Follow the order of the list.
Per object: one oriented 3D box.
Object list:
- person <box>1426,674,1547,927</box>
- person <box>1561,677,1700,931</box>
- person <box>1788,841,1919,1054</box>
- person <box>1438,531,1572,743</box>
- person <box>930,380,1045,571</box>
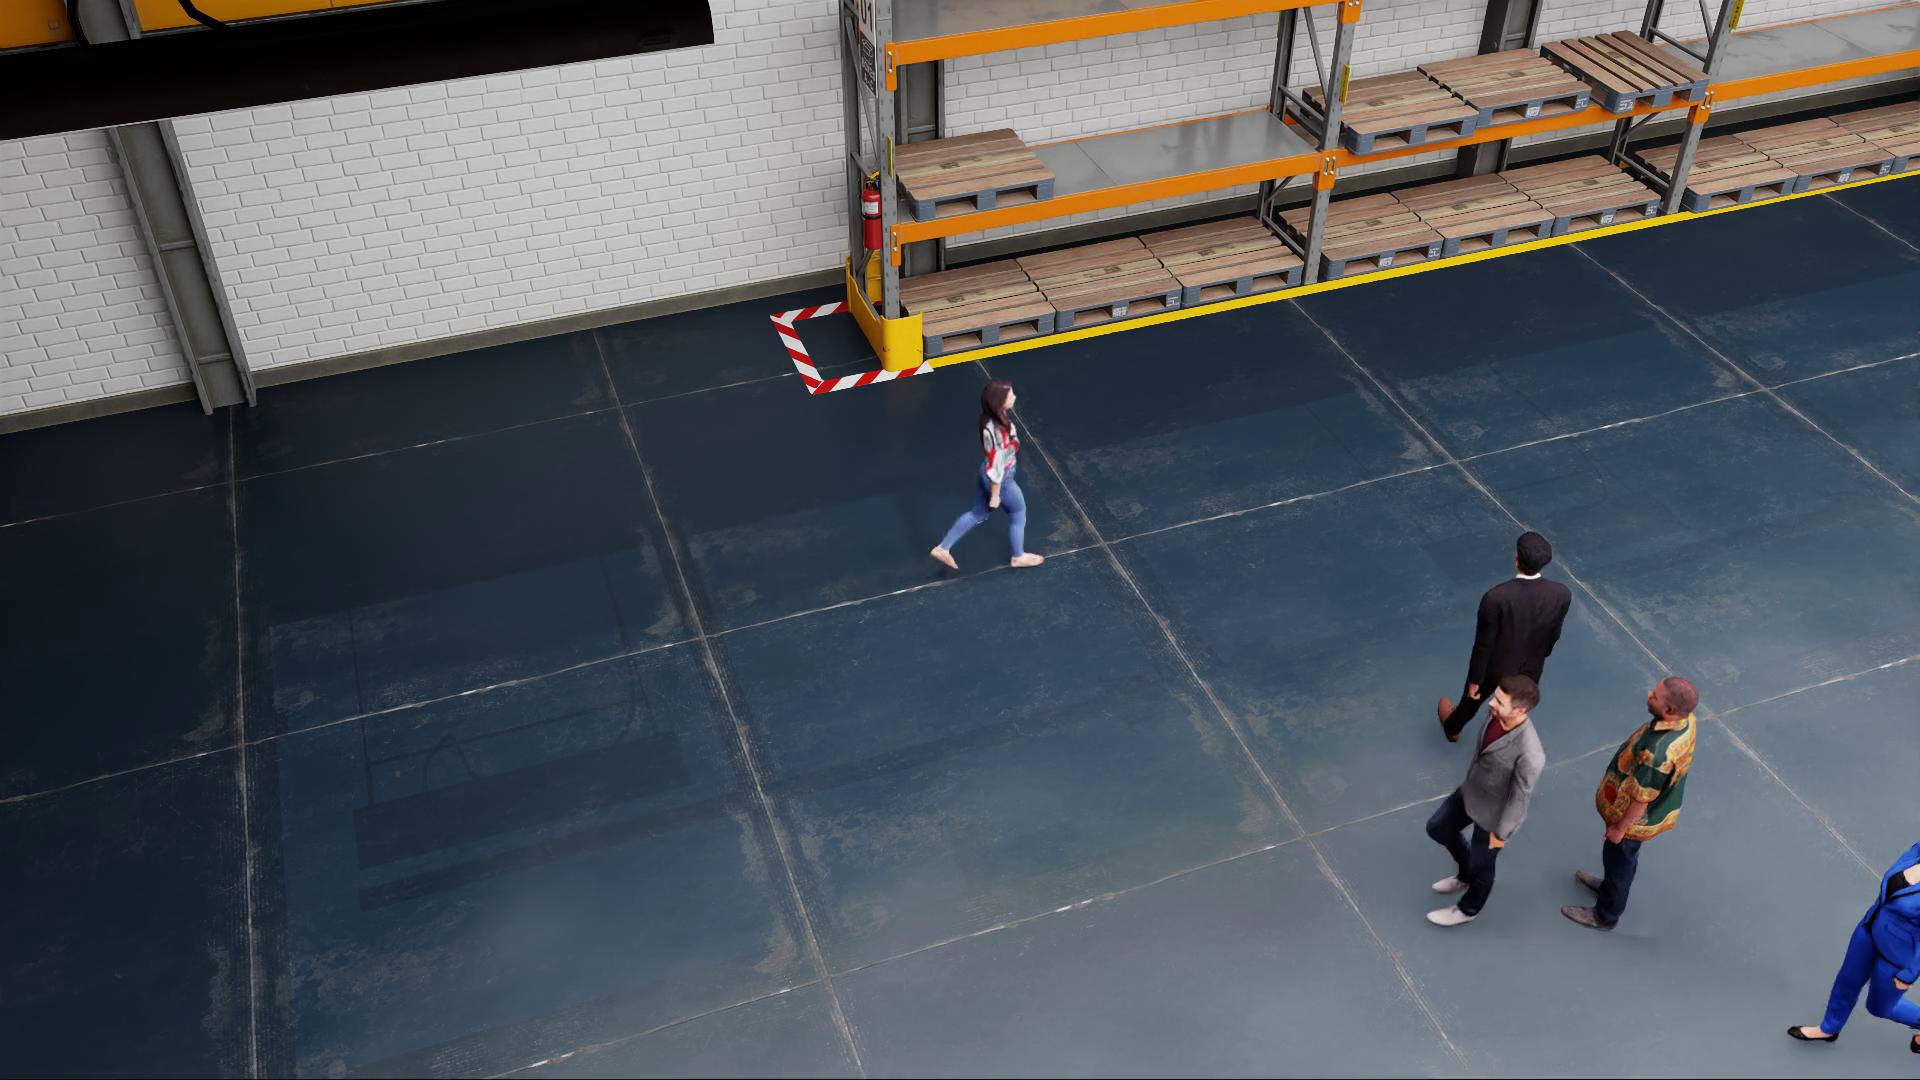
[{"bbox_3d":[2.932,1.407,8.986,0.713,1.865,0.756,-4,39,-5],"label":"person"},{"bbox_3d":[3.674,1.424,9.011,0.884,1.808,0.810,20,43,23],"label":"person"},{"bbox_3d":[4.775,2.042,8.339,1.046,1.681,0.868,3,39,4],"label":"person"},{"bbox_3d":[3.241,0.823,9.735,1.125,1.843,1.006,0,39,0],"label":"person"},{"bbox_3d":[0.167,-0.398,11.474,1.088,1.581,0.720,-7,39,-8],"label":"person"}]
